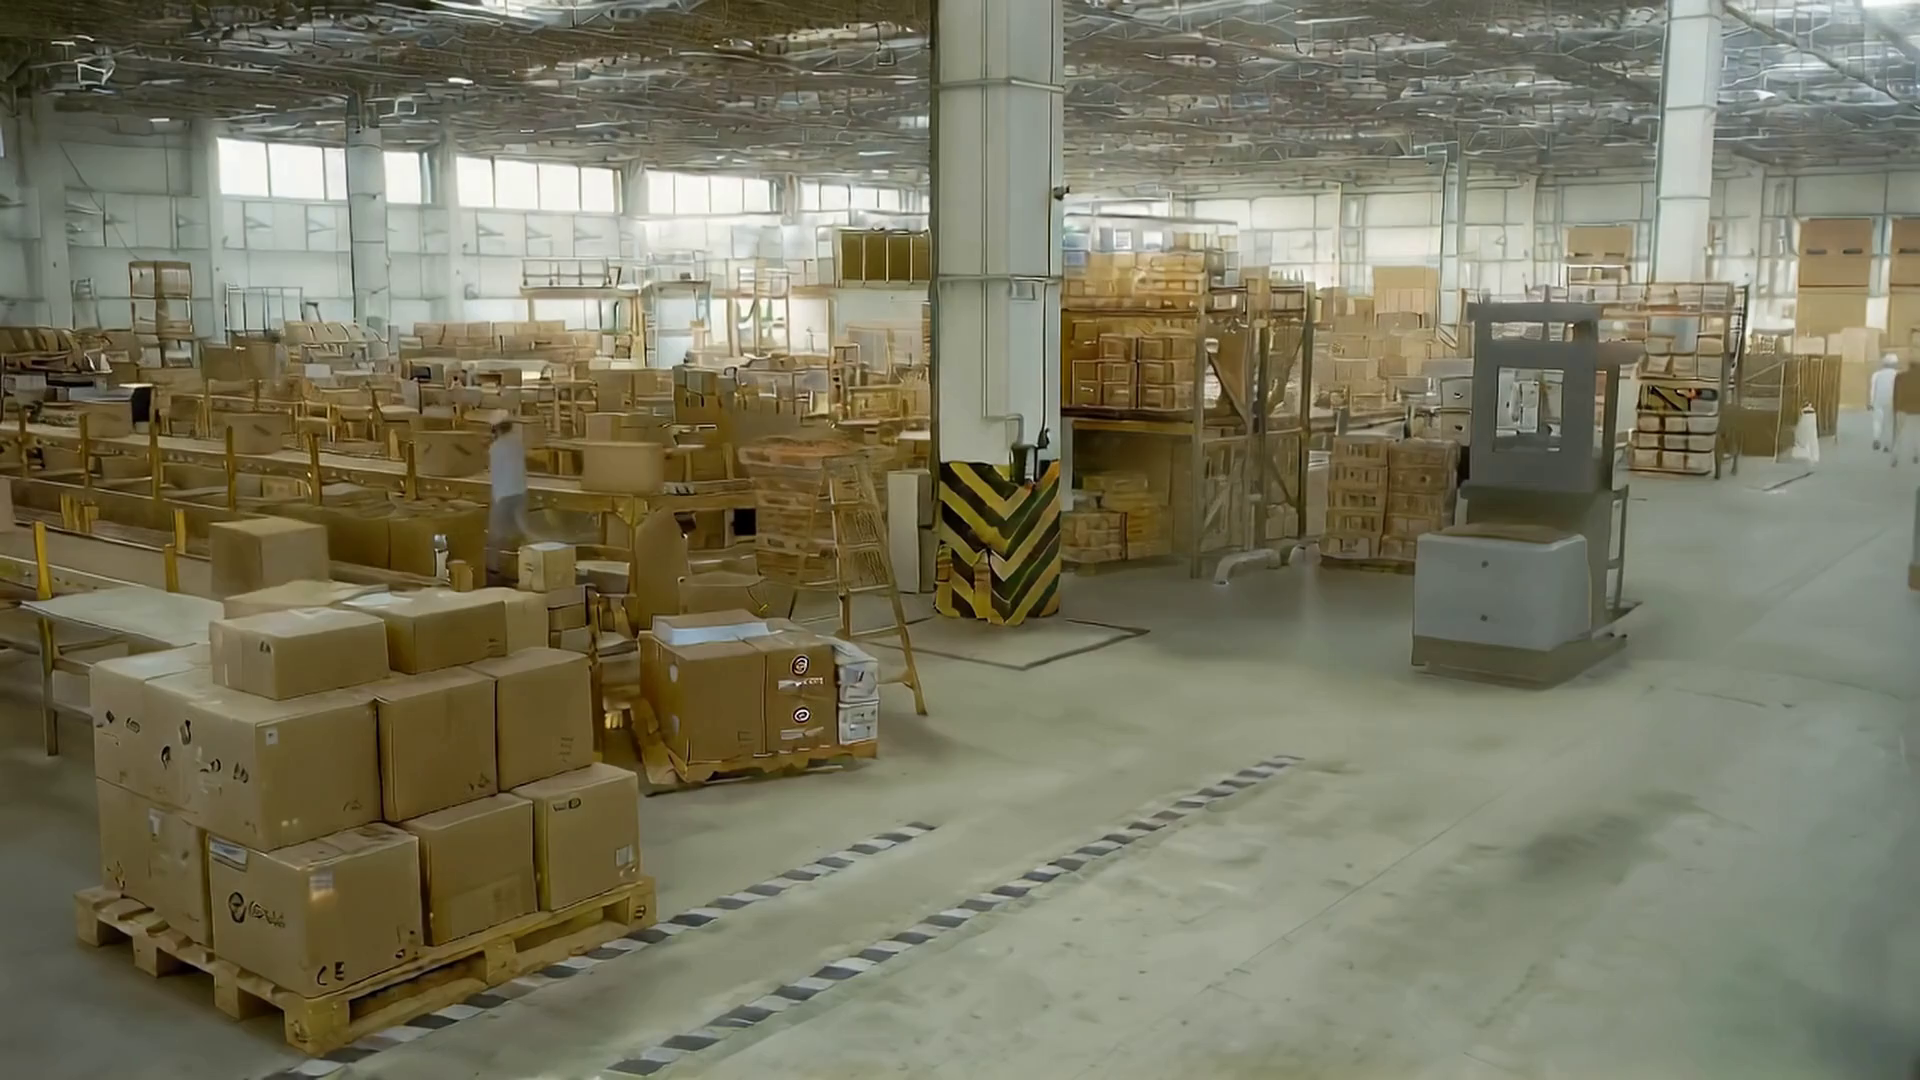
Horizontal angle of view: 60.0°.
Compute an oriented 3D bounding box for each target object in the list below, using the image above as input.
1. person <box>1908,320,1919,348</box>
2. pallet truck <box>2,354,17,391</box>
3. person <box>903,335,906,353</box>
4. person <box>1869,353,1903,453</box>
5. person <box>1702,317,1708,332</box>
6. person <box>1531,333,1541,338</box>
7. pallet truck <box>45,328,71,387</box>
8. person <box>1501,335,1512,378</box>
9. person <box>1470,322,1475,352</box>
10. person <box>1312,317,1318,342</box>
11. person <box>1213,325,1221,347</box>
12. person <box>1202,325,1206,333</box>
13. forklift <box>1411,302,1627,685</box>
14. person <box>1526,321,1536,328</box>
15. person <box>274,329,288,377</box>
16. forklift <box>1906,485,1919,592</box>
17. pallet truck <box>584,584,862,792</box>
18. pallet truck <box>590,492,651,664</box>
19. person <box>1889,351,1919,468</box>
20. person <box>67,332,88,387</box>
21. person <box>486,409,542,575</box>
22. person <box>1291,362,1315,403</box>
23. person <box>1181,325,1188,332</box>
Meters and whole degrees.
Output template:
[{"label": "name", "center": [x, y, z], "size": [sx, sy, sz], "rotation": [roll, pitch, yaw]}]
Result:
[{"label": "person", "center": [37.225, -7.608, 64.570], "size": [1.013, 1.888, 0.557], "rotation": [-1, 9, -9]}, {"label": "pallet truck", "center": [-24.881, -4.417, 42.634], "size": [1.885, 1.965, 0.823], "rotation": [8, 11, 41]}, {"label": "person", "center": [-2.161, -8.367, 70.494], "size": [0.496, 1.625, 0.288], "rotation": [2, 9, 11]}, {"label": "person", "center": [16.777, -2.468, 30.088], "size": [0.591, 1.822, 0.546], "rotation": [6, 10, 35]}, {"label": "person", "center": [31.641, -8.581, 71.011], "size": [0.605, 1.909, 0.681], "rotation": [-4, 9, -23]}, {"label": "person", "center": [14.012, -4.109, 40.827], "size": [0.780, 1.913, 0.571], "rotation": [5, 10, 31]}, {"label": "pallet truck", "center": [-23.775, -4.544, 43.495], "size": [1.885, 1.965, 0.823], "rotation": [6, 10, 35]}, {"label": "person", "center": [15.185, -4.790, 46.028], "size": [0.554, 1.733, 0.697], "rotation": [-6, 10, -34]}, {"label": "person", "center": [24.627, -9.798, 79.835], "size": [0.704, 1.715, 0.503], "rotation": [-1, 9, -10]}, {"label": "person", "center": [15.479, -8.788, 72.534], "size": [0.420, 1.865, 0.615], "rotation": [1, 9, 8]}, {"label": "person", "center": [8.078, -5.902, 52.953], "size": [0.603, 1.923, 1.017], "rotation": [1, 8, 6]}, {"label": "person", "center": [8.741, -6.935, 60.281], "size": [0.952, 1.792, 0.536], "rotation": [1, 9, 8]}, {"label": "forklift", "center": [4.379, -0.438, 12.852], "size": [1.129, 2.768, 1.873], "rotation": [7, 11, 37]}, {"label": "person", "center": [27.202, -9.809, 79.175], "size": [0.619, 1.945, 0.403], "rotation": [-6, 10, -35]}, {"label": "person", "center": [-16.968, -4.315, 41.922], "size": [1.006, 1.992, 0.628], "rotation": [-2, 9, -16]}, {"label": "forklift", "center": [10.017, -0.804, 15.320], "size": [1.873, 2.768, 1.129], "rotation": [0, 8, -1]}, {"label": "pallet truck", "center": [-1.426, 0.805, 10.019], "size": [1.601, 1.201, 0.680], "rotation": [-4, 9, -26]}, {"label": "pallet truck", "center": [-3.115, 0.344, 12.883], "size": [0.653, 1.274, 1.630], "rotation": [7, 11, 37]}, {"label": "person", "center": [15.862, -2.178, 27.714], "size": [0.617, 1.948, 0.991], "rotation": [6, 10, 36]}, {"label": "person", "center": [-22.451, -4.318, 42.274], "size": [0.637, 1.909, 0.406], "rotation": [5, 10, 29]}, {"label": "person", "center": [-4.562, -0.474, 16.962], "size": [0.863, 1.735, 0.536], "rotation": [4, 9, 26]}, {"label": "person", "center": [6.515, -2.596, 31.714], "size": [0.518, 1.585, 0.847], "rotation": [6, 10, 36]}, {"label": "person", "center": [7.282, -6.018, 53.864], "size": [0.310, 1.868, 0.533], "rotation": [4, 9, 26]}]
